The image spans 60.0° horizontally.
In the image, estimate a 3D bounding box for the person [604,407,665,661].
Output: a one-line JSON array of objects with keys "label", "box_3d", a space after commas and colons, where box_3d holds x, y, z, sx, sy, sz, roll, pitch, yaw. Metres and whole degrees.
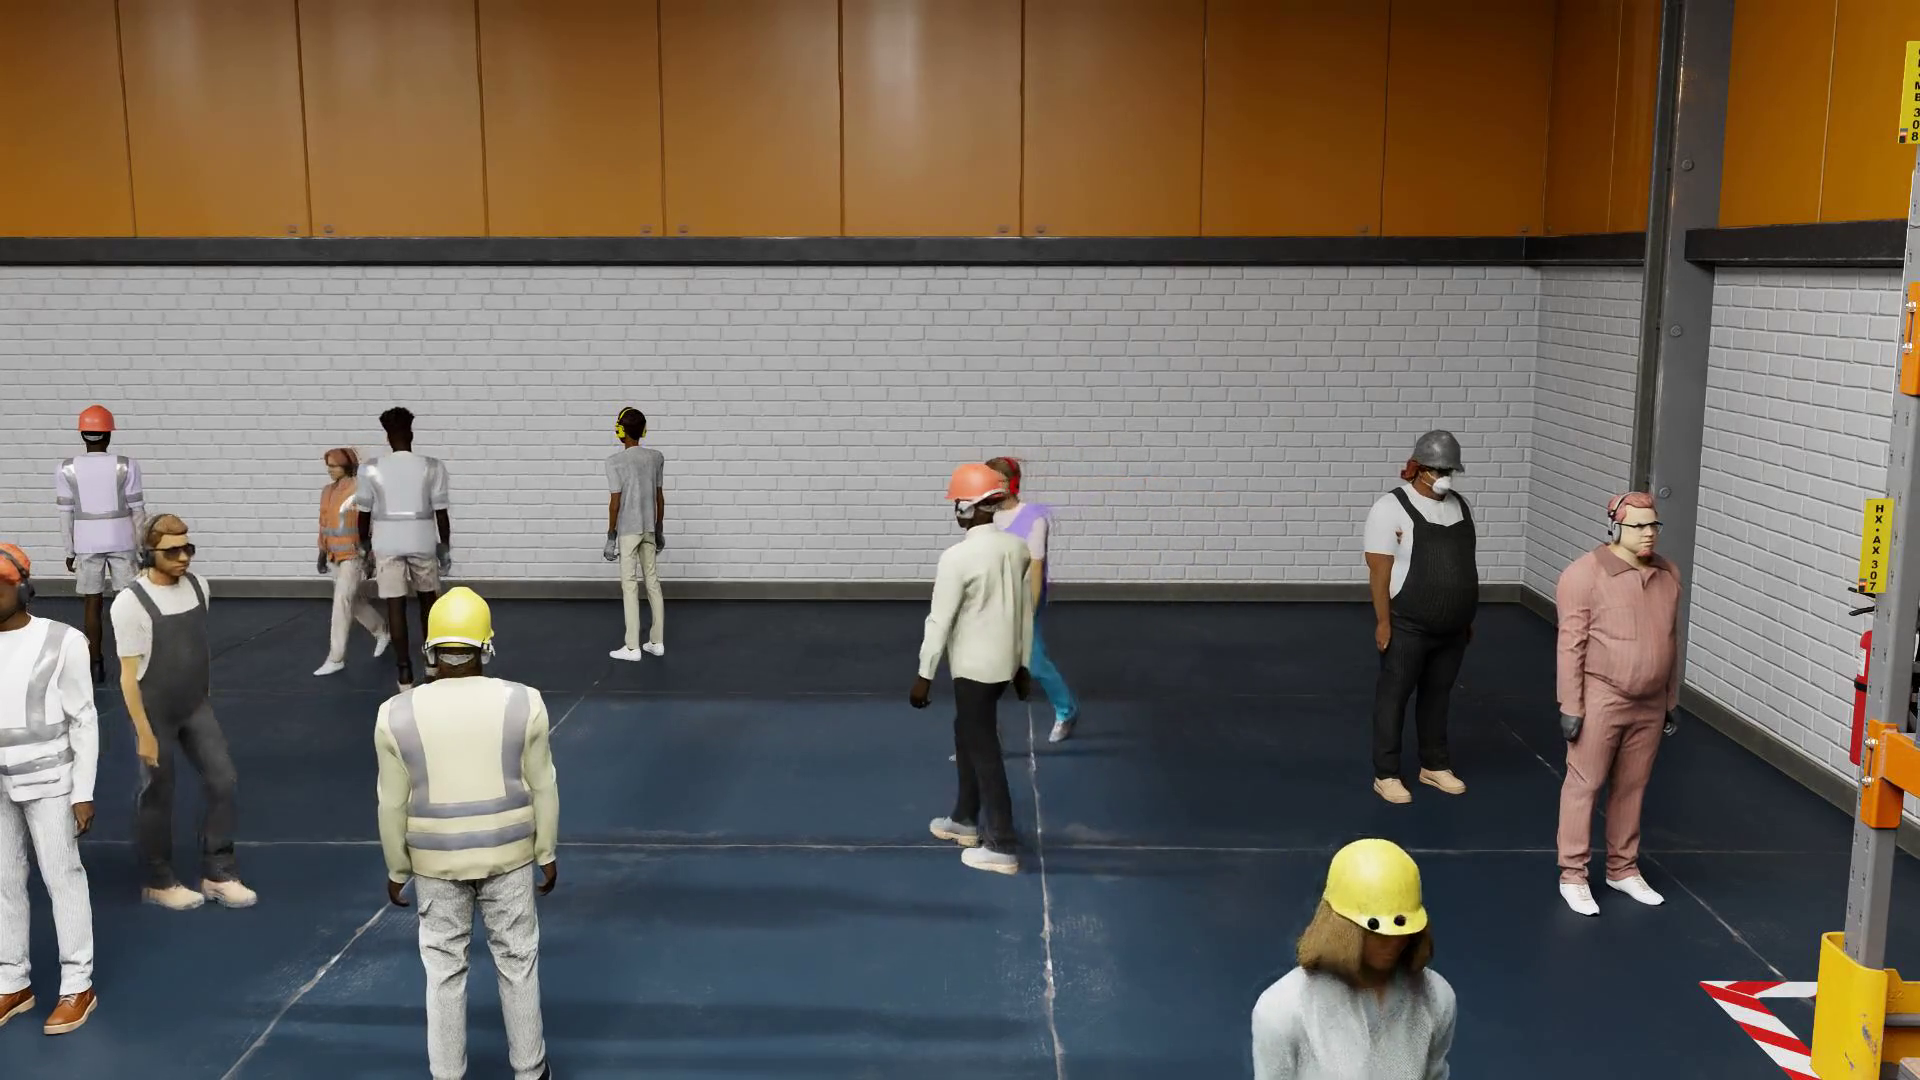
[{"label": "person", "box_3d": [-2.397, -0.045, 12.255, 0.329, 1.872, 0.507, 9, 13, 42]}]

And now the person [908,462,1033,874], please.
[{"label": "person", "box_3d": [0.001, 0.604, 8.061, 0.797, 1.966, 0.628, 6, 11, 34]}]

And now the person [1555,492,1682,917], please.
[{"label": "person", "box_3d": [2.988, 0.730, 7.505, 0.639, 1.908, 0.409, -3, 10, -19]}]

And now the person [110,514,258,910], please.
[{"label": "person", "box_3d": [-3.441, 0.789, 7.383, 0.674, 1.822, 0.547, 4, 10, 24]}]

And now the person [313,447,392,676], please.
[{"label": "person", "box_3d": [-4.400, 0.120, 12.029, 0.521, 1.607, 0.780, 7, 12, 36]}]

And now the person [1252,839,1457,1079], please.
[{"label": "person", "box_3d": [0.839, 1.452, 3.714, 0.489, 1.714, 0.764, -2, 10, -12]}]

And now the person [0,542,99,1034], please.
[{"label": "person", "box_3d": [-3.558, 0.939, 6.308, 0.573, 1.887, 0.355, 1, 10, 4]}]

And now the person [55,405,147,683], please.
[{"label": "person", "box_3d": [-5.958, 0.031, 11.596, 0.547, 1.938, 0.359, -4, 10, -22]}]

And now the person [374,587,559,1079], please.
[{"label": "person", "box_3d": [-1.671, 1.067, 5.698, 0.588, 1.835, 0.403, -3, 10, -15]}]

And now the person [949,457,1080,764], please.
[{"label": "person", "box_3d": [0.351, 0.384, 9.905, 0.571, 1.800, 0.955, 9, 13, 42]}]

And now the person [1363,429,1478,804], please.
[{"label": "person", "box_3d": [2.561, 0.405, 9.048, 0.682, 2.000, 0.534, -4, 10, -25]}]

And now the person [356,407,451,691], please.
[{"label": "person", "box_3d": [-3.871, 0.037, 11.587, 0.610, 1.920, 0.841, -4, 10, -21]}]
